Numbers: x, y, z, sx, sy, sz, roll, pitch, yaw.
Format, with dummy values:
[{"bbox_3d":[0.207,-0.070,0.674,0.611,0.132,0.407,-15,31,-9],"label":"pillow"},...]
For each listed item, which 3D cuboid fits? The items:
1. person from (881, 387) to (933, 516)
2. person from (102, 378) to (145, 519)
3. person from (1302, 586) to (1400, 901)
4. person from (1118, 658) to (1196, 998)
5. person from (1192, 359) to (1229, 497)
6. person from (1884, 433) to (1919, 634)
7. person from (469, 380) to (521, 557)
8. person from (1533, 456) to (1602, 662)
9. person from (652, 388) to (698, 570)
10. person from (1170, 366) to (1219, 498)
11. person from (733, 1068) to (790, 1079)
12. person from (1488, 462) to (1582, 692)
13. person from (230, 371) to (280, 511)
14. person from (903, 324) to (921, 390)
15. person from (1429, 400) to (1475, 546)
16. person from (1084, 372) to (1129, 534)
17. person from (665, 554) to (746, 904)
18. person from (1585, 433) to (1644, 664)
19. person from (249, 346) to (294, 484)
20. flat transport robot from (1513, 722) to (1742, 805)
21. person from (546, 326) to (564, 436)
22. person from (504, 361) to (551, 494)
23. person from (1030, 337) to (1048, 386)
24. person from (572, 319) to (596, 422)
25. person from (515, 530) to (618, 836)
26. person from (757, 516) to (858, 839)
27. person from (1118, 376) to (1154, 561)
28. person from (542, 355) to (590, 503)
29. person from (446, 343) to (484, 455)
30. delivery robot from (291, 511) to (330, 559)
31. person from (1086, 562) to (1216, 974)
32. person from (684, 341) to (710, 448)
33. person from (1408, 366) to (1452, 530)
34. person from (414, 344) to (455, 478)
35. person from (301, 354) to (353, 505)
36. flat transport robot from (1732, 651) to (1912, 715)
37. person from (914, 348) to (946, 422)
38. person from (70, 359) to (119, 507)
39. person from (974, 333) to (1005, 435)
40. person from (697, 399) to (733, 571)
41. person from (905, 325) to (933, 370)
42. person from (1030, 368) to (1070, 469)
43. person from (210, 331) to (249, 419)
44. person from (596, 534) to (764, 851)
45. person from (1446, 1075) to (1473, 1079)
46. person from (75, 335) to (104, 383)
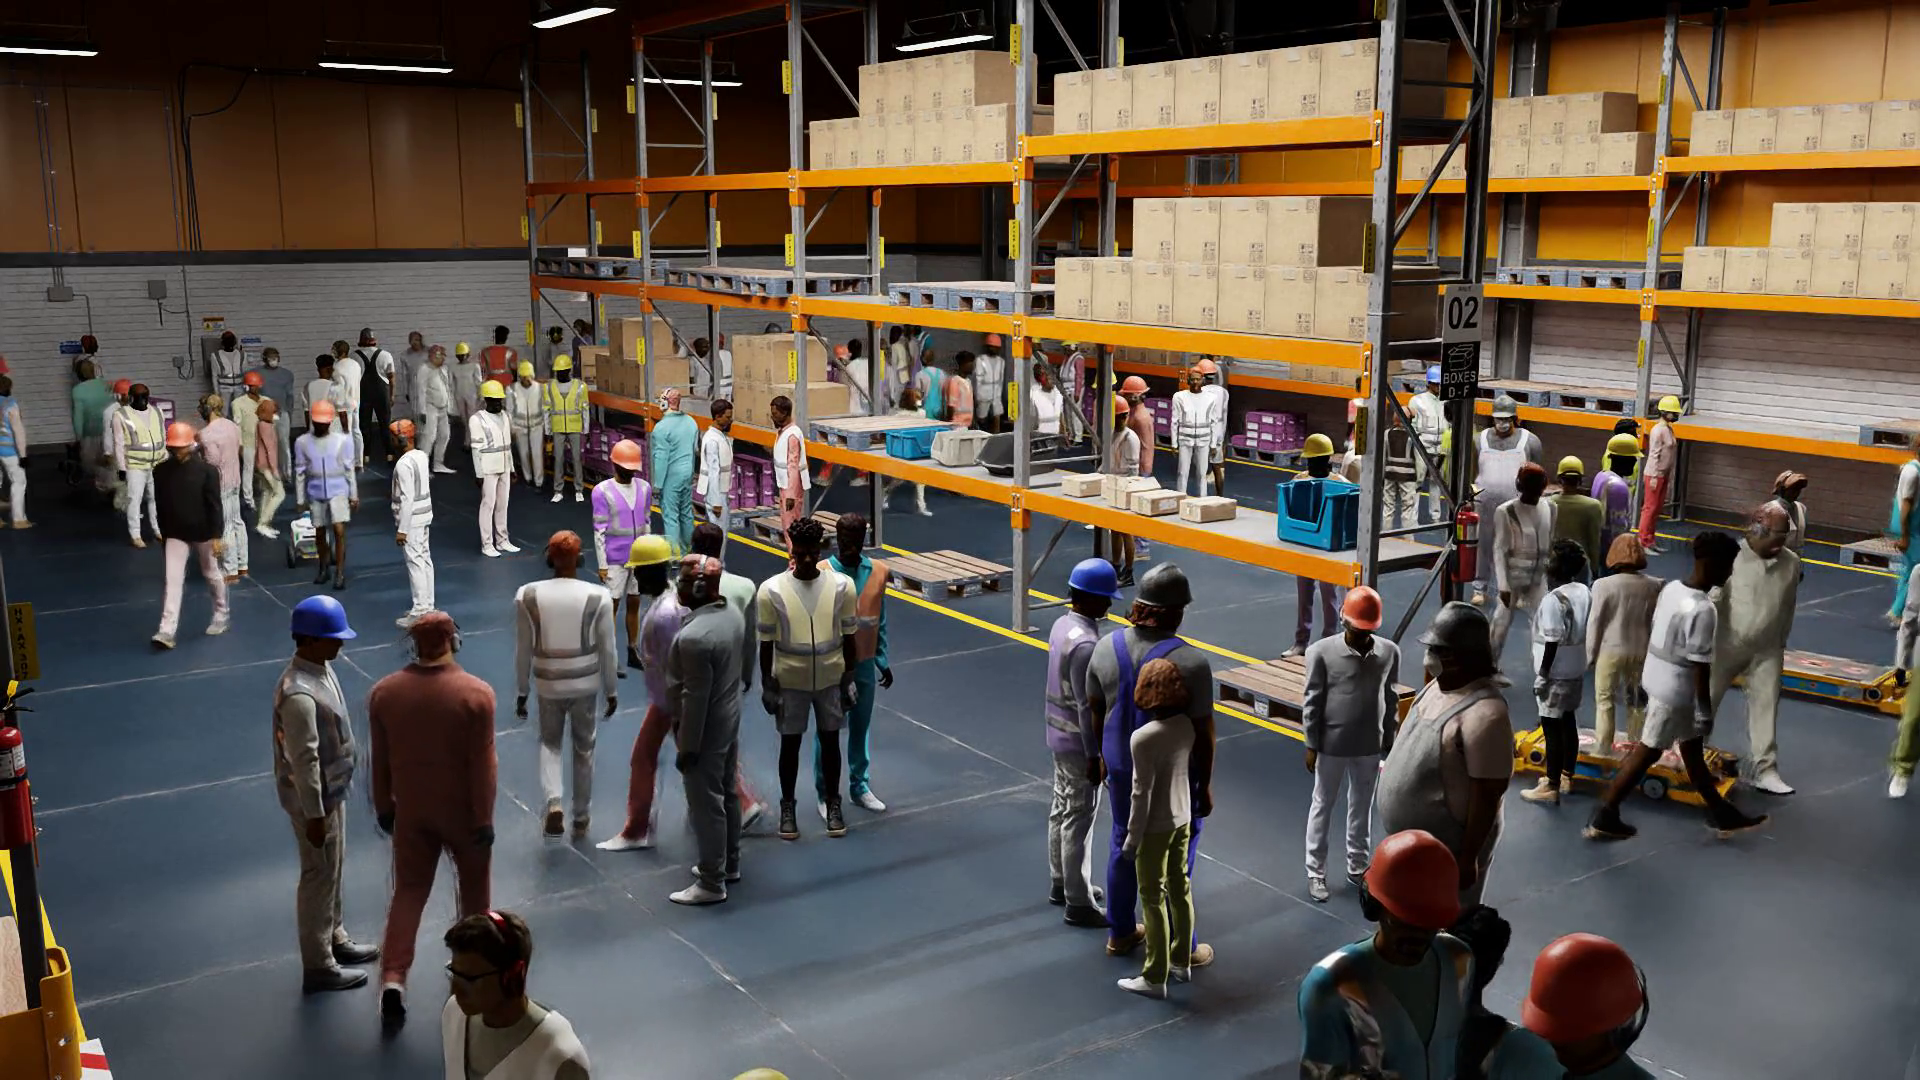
[{"bbox_3d":[-0.669,-1.109,20.658,0.685,1.607,0.511,10,15,41],"label":"person"},{"bbox_3d":[-10.167,-1.110,20.310,0.400,1.732,0.580,1,11,7],"label":"person"},{"bbox_3d":[2.127,1.093,9.019,0.560,1.741,0.342,-2,11,-11],"label":"person"},{"bbox_3d":[0.952,1.363,7.921,0.269,1.632,0.509,10,15,41],"label":"person"},{"bbox_3d":[3.073,-1.287,20.738,0.546,1.930,0.391,-5,12,-26],"label":"person"},{"bbox_3d":[8.473,-0.062,14.694,0.414,1.827,0.555,10,15,40],"label":"person"},{"bbox_3d":[-5.064,-0.785,18.160,0.371,1.925,0.595,5,12,26],"label":"person"},{"bbox_3d":[4.953,0.187,13.630,0.534,1.760,0.343,3,12,16],"label":"person"},{"bbox_3d":[-3.025,-0.641,17.477,0.409,1.907,0.648,5,12,25],"label":"person"},{"bbox_3d":[2.849,-1.171,20.249,0.579,1.883,0.352,1,11,3],"label":"person"},{"bbox_3d":[-0.499,2.084,3.994,0.490,1.729,0.323,8,14,36],"label":"person"},{"bbox_3d":[4.373,0.320,12.766,0.582,1.829,1.018,-4,12,-19],"label":"person"},{"bbox_3d":[-8.888,-1.254,21.001,0.321,1.754,0.559,7,13,33],"label":"person"},{"bbox_3d":[-0.852,-2.918,29.286,0.328,1.844,0.514,1,11,7],"label":"person"},{"bbox_3d":[5.535,-0.743,18.593,0.466,1.667,0.550,10,15,42],"label":"person"},{"bbox_3d":[1.728,-1.033,19.458,0.392,1.917,0.589,-8,13,-34],"label":"person"},{"bbox_3d":[-1.389,1.011,9.011,0.407,1.913,0.641,2,11,10],"label":"person"},{"bbox_3d":[5.401,0.071,13.778,0.384,1.925,0.593,1,11,4],"label":"person"},{"bbox_3d":[-9.639,-1.771,23.309,0.625,1.909,0.984,-7,13,-31],"label":"person"},{"bbox_3d":[4.332,1.447,10.987,1.431,0.197,0.652,8,14,35],"label":"flat transport robot"},{"bbox_3d":[-6.778,-2.669,27.979,0.416,1.852,0.547,-3,11,-14],"label":"person"},{"bbox_3d":[-5.822,-1.539,22.419,0.603,1.783,0.899,-3,11,-13],"label":"person"},{"bbox_3d":[1.230,-2.566,27.789,0.490,1.730,0.324,1,11,6],"label":"person"},{"bbox_3d":[-6.513,-2.869,28.834,0.370,1.932,0.632,-9,14,-40],"label":"person"},{"bbox_3d":[-2.317,0.872,9.816,0.600,1.872,0.490,-1,11,-5],"label":"person"},{"bbox_3d":[-0.900,0.818,9.897,0.599,1.959,0.377,-3,11,-14],"label":"person"},{"bbox_3d":[1.886,-0.773,17.925,0.396,1.992,0.623,0,11,0],"label":"person"},{"bbox_3d":[-5.087,-1.439,21.512,0.593,1.922,0.373,-1,11,-7],"label":"person"},{"bbox_3d":[-7.728,-2.191,25.877,0.551,1.713,0.914,1,11,3],"label":"person"},{"bbox_3d":[-6.945,-0.065,17.758,0.477,0.478,0.707,-5,12,-24],"label":"delivery robot"},{"bbox_3d":[0.997,1.101,8.219,0.689,2.000,0.538,9,14,40],"label":"person"},{"bbox_3d":[-4.129,-2.301,26.462,0.505,1.721,0.583,-2,11,-9],"label":"person"},{"bbox_3d":[5.547,-1.077,19.603,0.603,1.949,0.384,-2,11,-11],"label":"person"},{"bbox_3d":[-7.481,-1.830,23.631,0.405,1.880,0.695,2,11,12],"label":"person"},{"bbox_3d":[-8.048,-1.390,21.181,0.606,1.957,0.373,2,11,12],"label":"person"},{"bbox_3d":[6.723,1.066,12.939,0.652,0.197,1.431,-11,15,-44],"label":"flat transport robot"},{"bbox_3d":[-0.516,-1.858,23.974,0.537,1.797,0.932,-9,14,-39],"label":"person"},{"bbox_3d":[-10.812,-1.324,20.934,0.526,1.920,0.695,4,12,19],"label":"person"},{"bbox_3d":[0.422,-2.255,25.731,0.550,1.913,0.776,-5,12,-24],"label":"person"},{"bbox_3d":[-2.404,-0.451,16.513,0.401,1.908,0.597,0,11,-1],"label":"person"},{"bbox_3d":[-0.773,-3.156,30.554,0.638,1.834,0.431,10,15,41],"label":"person"},{"bbox_3d":[1.069,-1.294,21.099,0.946,1.805,0.586,10,15,41],"label":"person"},{"bbox_3d":[-11.599,-2.384,26.489,0.575,1.876,0.356,-9,14,-39],"label":"person"},{"bbox_3d":[-1.637,0.888,9.747,0.940,1.887,0.590,-1,11,-4],"label":"person"},{"bbox_3d":[1.118,2.092,3.685,0.539,1.829,0.693,0,11,1],"label":"person"},{"bbox_3d":[-13.261,-2.189,25.460,0.573,1.883,0.355,8,14,36],"label":"person"}]
